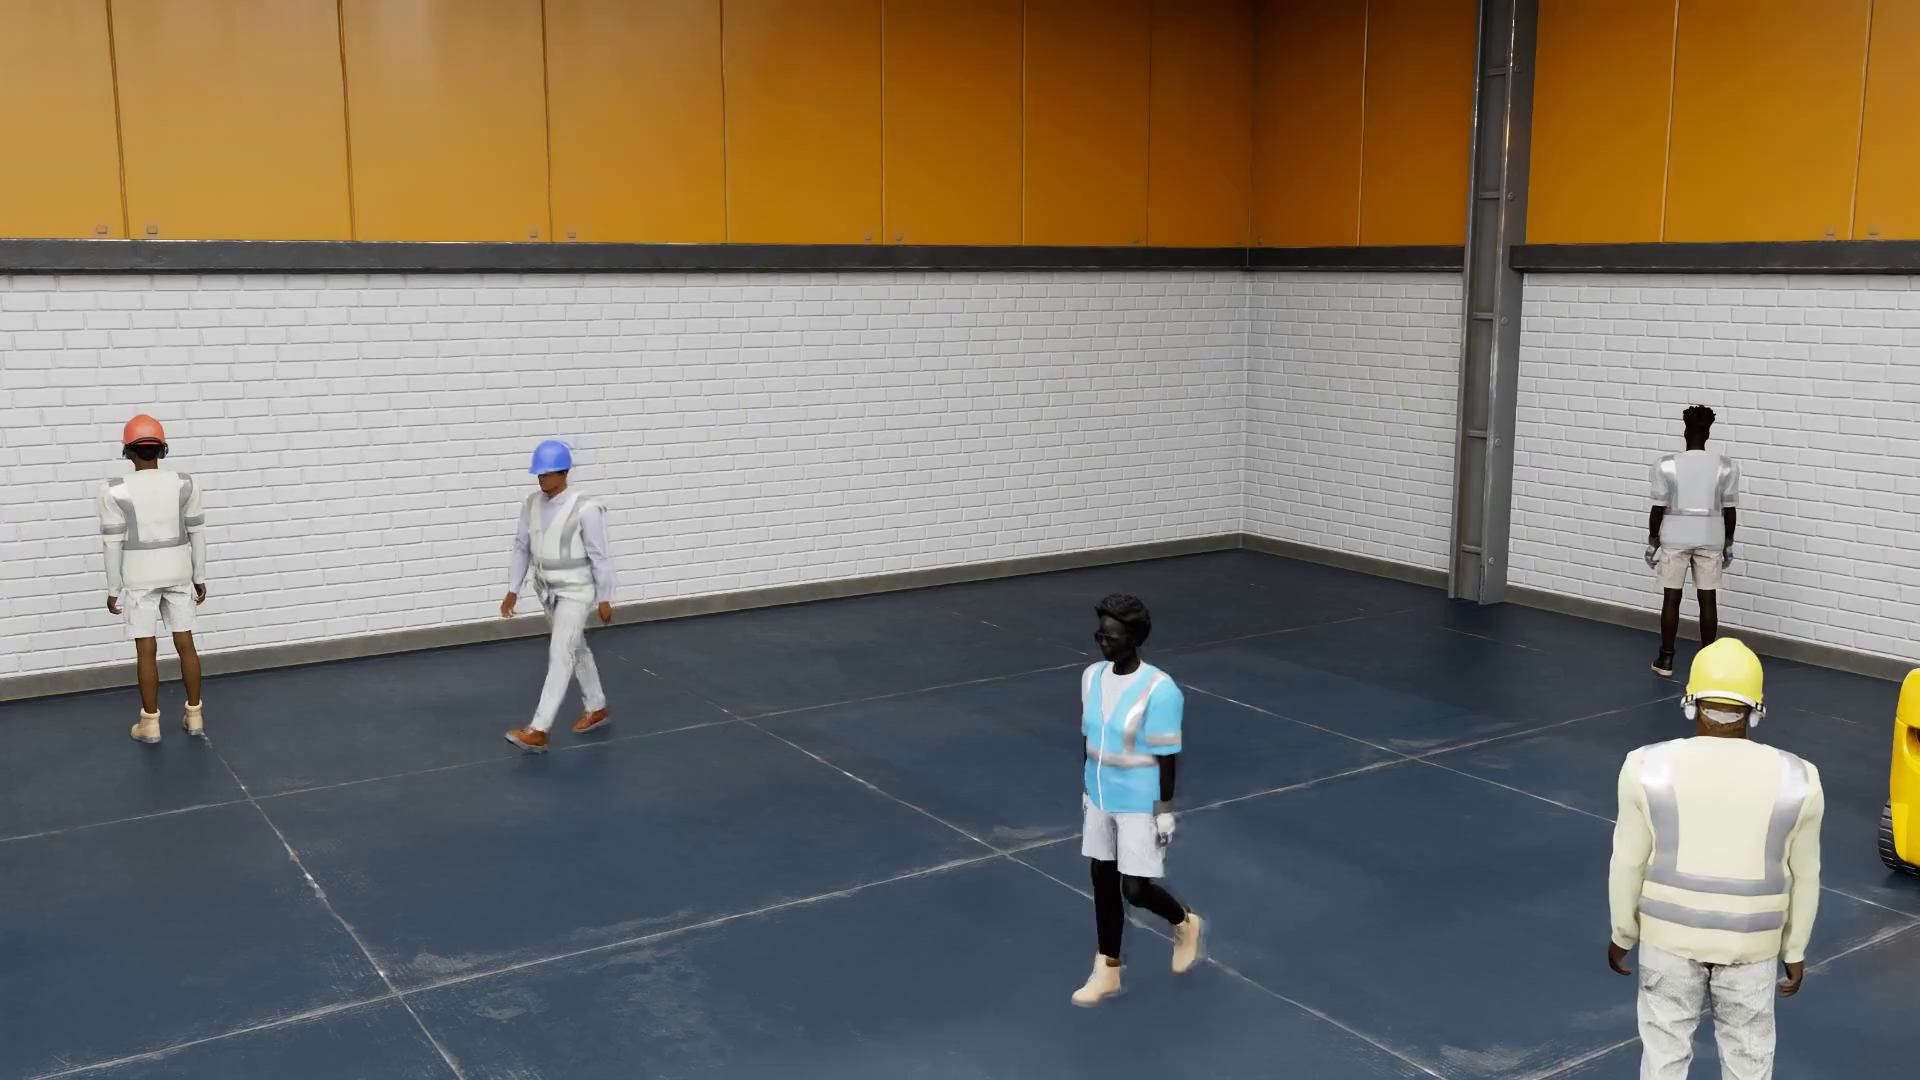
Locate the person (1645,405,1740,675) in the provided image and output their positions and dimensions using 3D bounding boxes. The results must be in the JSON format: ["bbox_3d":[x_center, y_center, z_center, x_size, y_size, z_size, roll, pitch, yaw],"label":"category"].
[{"bbox_3d":[5.257,0.011,11.965,0.600,1.967,0.369,3,10,16],"label":"person"}]

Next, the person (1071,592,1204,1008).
[{"bbox_3d":[0.700,1.028,6.671,0.523,1.682,0.547,-7,12,-38],"label":"person"}]

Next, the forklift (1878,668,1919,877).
[{"bbox_3d":[5.511,0.571,7.906,2.313,2.155,1.214,-6,11,-33],"label":"forklift"}]

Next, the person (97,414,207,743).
[{"bbox_3d":[-5.012,0.239,10.358,0.608,2.044,0.370,-9,13,-42],"label":"person"}]

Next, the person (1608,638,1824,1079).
[{"bbox_3d":[2.314,1.208,5.154,0.592,1.832,0.404,3,10,16],"label":"person"}]

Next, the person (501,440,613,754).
[{"bbox_3d":[-2.508,0.335,10.221,0.612,1.891,1.006,6,11,34],"label":"person"}]
